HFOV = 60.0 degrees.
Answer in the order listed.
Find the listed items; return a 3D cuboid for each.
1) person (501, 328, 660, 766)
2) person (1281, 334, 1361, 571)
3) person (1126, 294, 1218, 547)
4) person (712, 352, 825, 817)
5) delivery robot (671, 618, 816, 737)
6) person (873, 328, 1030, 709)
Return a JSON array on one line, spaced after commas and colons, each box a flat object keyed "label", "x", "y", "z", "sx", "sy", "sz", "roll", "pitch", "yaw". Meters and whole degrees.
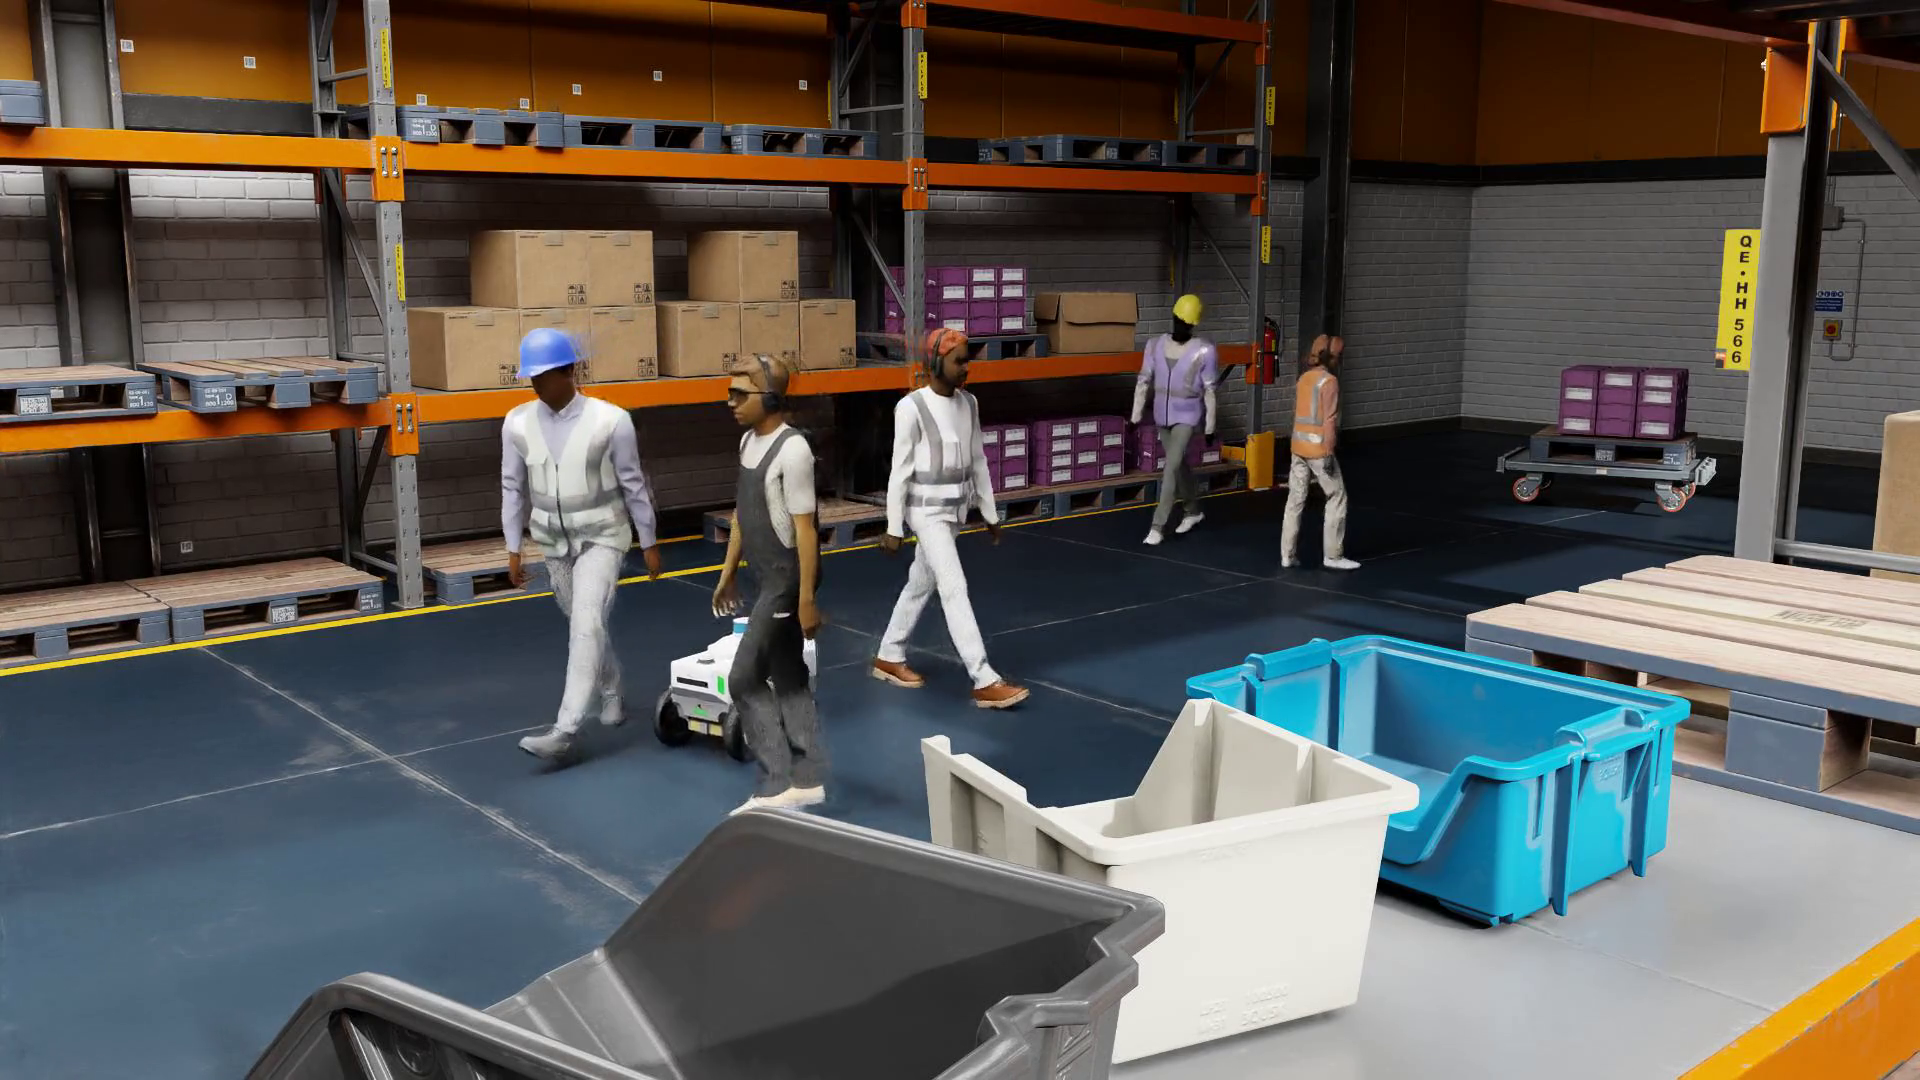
[{"label": "person", "x": -1.682, "y": 0.003, "z": 7.333, "sx": 0.670, "sy": 1.871, "sz": 1.041, "roll": 2, "pitch": 10, "yaw": 12}, {"label": "person", "x": 2.473, "y": -0.585, "z": 11.333, "sx": 0.552, "sy": 1.622, "sz": 0.596, "roll": -3, "pitch": 11, "yaw": -16}, {"label": "person", "x": 1.660, "y": -0.921, "z": 12.556, "sx": 0.611, "sy": 1.871, "sz": 0.968, "roll": 8, "pitch": 13, "yaw": 39}, {"label": "person", "x": -0.776, "y": 0.193, "z": 6.425, "sx": 0.608, "sy": 1.826, "sz": 0.535, "roll": -4, "pitch": 11, "yaw": -22}, {"label": "delivery robot", "x": -0.963, "y": 0.592, "z": 7.470, "sx": 0.477, "sy": 0.478, "sz": 0.707, "roll": 7, "pitch": 12, "yaw": 33}, {"label": "person", "x": -0.075, "y": -0.113, "z": 8.143, "sx": 1.003, "sy": 1.830, "sz": 0.595, "roll": 7, "pitch": 12, "yaw": 33}]
